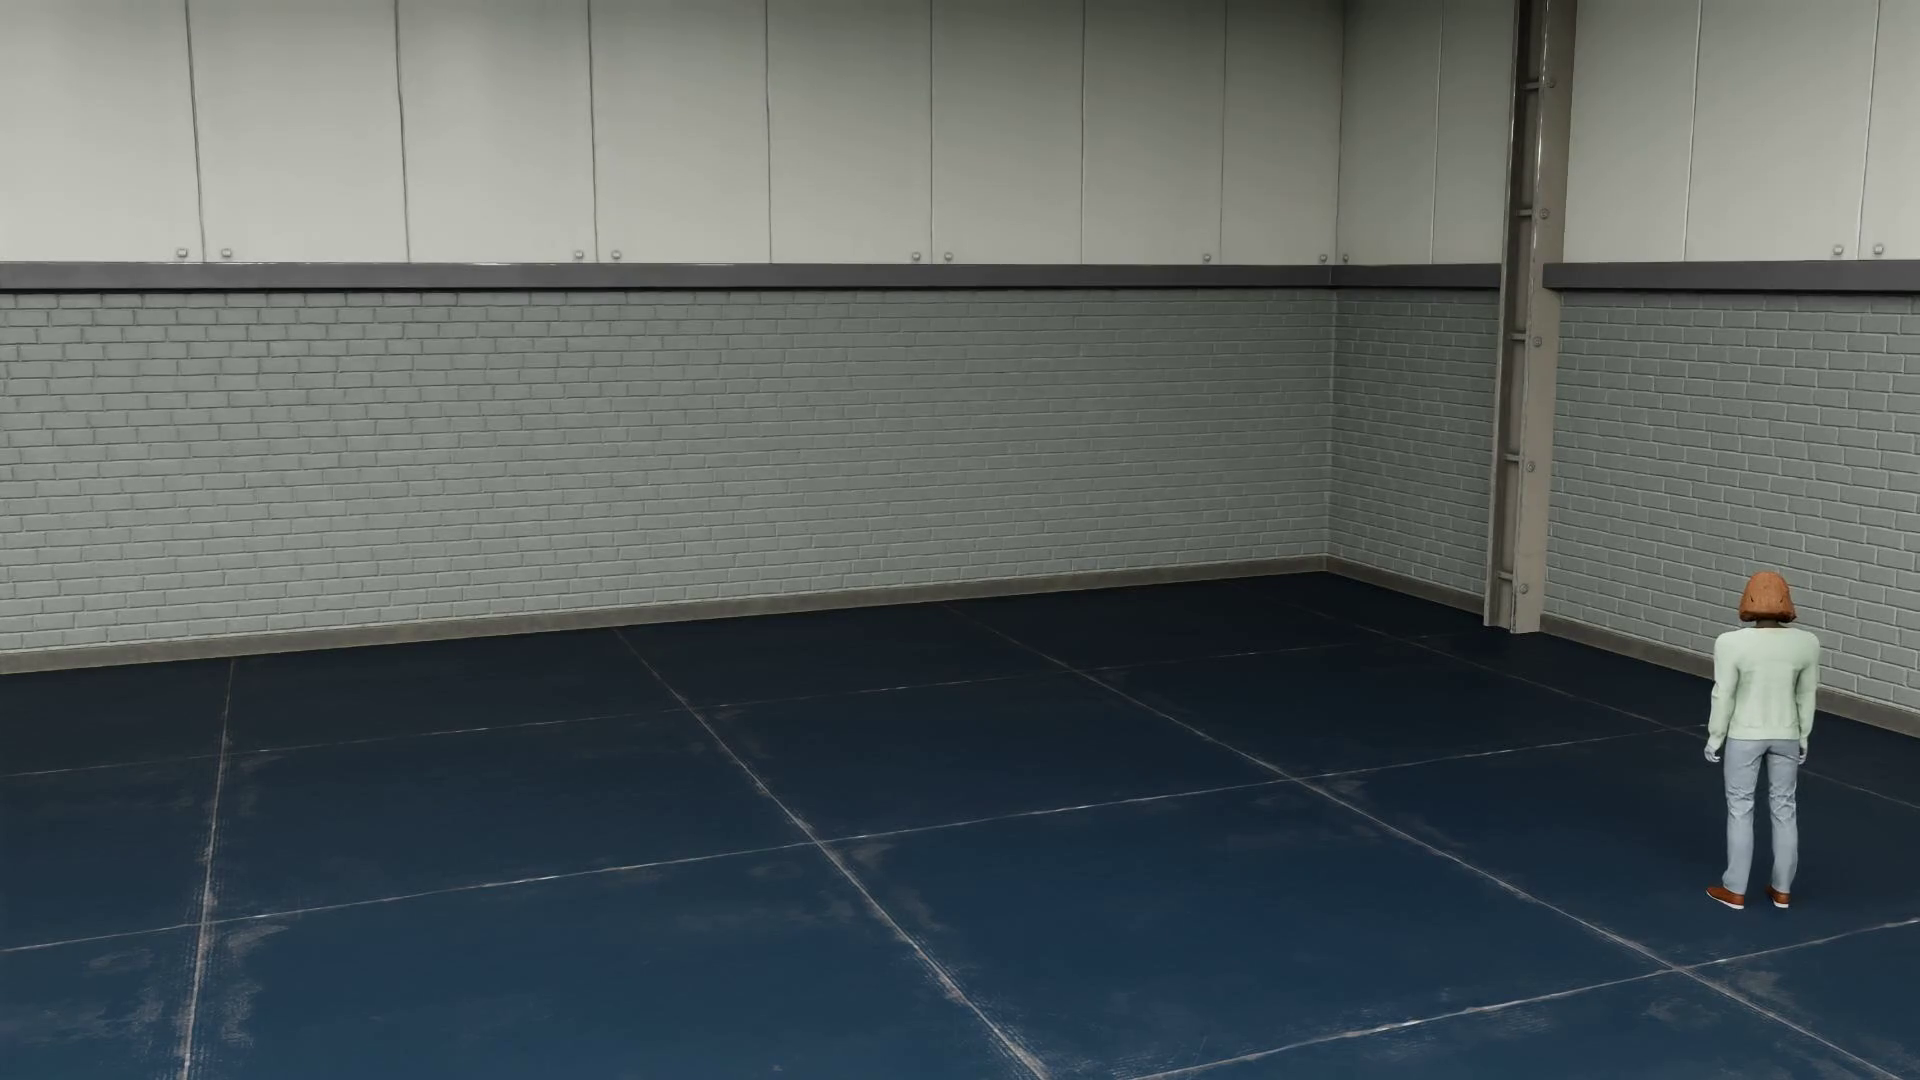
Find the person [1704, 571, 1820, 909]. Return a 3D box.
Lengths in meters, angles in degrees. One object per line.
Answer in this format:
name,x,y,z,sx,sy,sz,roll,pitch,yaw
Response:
person,3.826,0.959,7.969,0.501,1.633,0.288,0,9,1
